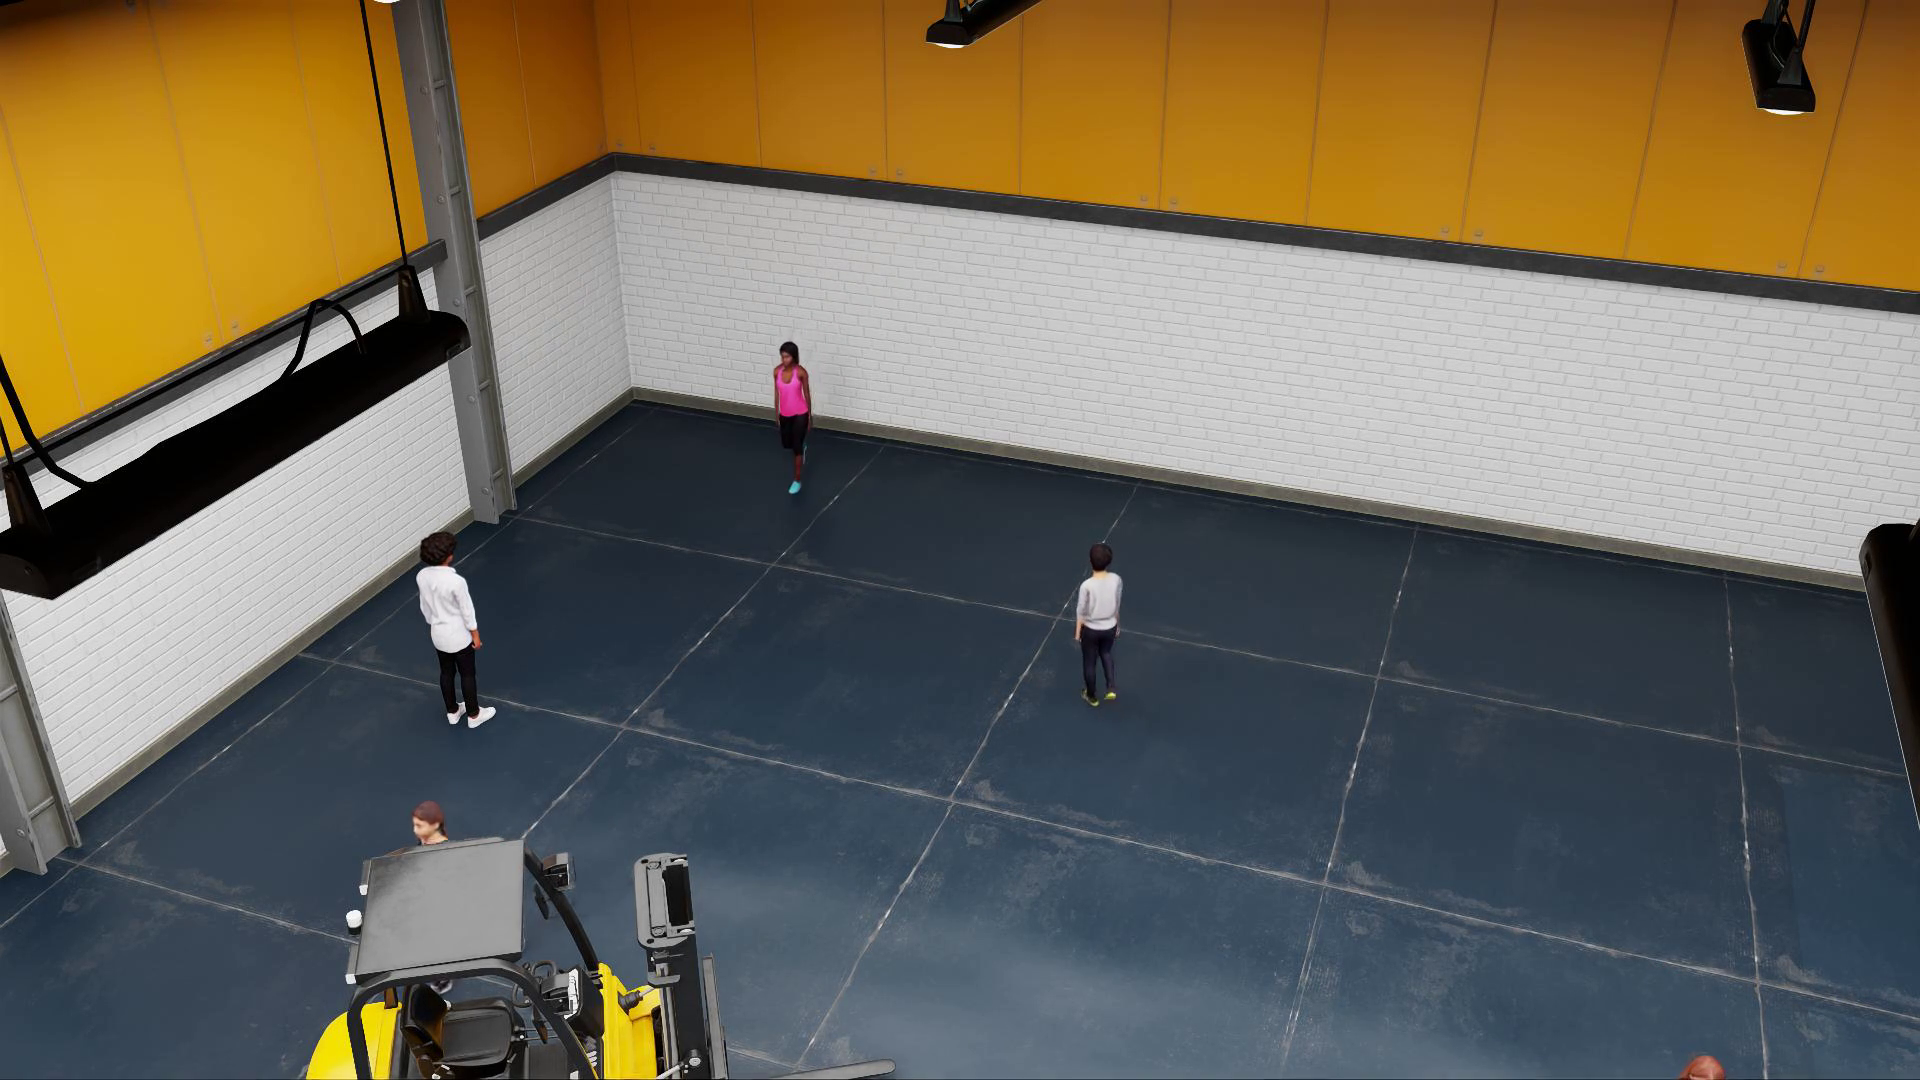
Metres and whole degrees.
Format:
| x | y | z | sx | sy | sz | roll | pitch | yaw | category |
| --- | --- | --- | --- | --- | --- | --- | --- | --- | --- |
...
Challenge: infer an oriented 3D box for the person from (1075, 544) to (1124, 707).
| x | y | z | sx | sy | sz | roll | pitch | yaw | category |
| --- | --- | --- | --- | --- | --- | --- | --- | --- | --- |
| 1.217 | 0.782 | 14.152 | 0.727 | 1.537 | 0.788 | -11 | 31 | -20 | person |

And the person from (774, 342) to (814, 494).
| x | y | z | sx | sy | sz | roll | pitch | yaw | category |
| --- | --- | --- | --- | --- | --- | --- | --- | --- | --- |
| -1.753 | -1.374 | 17.935 | 0.603 | 1.700 | 0.944 | 7 | 29 | 13 | person |

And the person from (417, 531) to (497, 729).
| x | y | z | sx | sy | sz | roll | pitch | yaw | category |
| --- | --- | --- | --- | --- | --- | --- | --- | --- | --- |
| -4.262 | 0.748 | 13.932 | 0.625 | 1.808 | 0.521 | 10 | 30 | 18 | person |
